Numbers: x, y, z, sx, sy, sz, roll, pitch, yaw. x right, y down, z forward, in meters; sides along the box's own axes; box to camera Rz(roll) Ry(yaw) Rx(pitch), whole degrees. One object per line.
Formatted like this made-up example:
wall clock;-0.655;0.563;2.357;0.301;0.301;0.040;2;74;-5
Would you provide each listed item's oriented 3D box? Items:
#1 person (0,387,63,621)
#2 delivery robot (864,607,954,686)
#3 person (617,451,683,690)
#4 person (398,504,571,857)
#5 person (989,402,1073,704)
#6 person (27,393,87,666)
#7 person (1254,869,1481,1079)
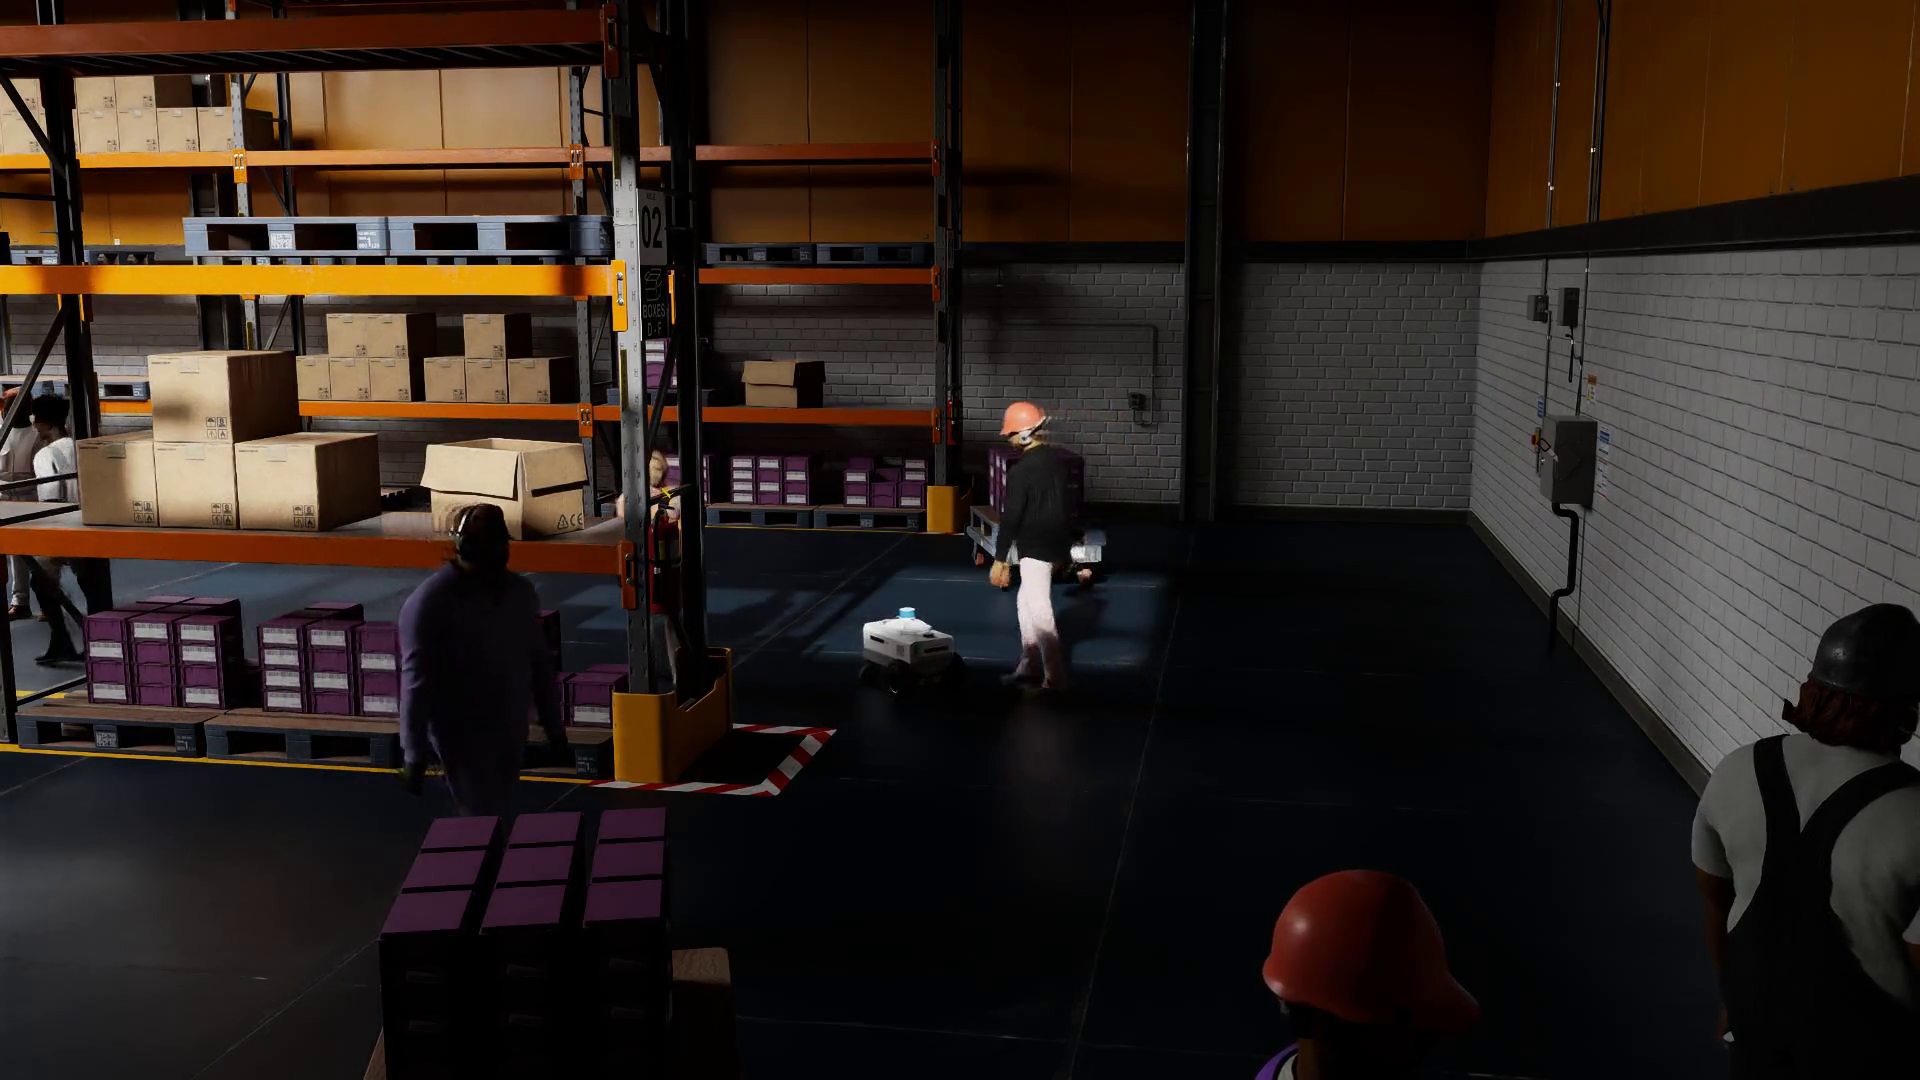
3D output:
person;-7.485;-0.284;13.334;0.575;1.884;0.355;0;9;1
delivery robot;-0.348;0.694;11.087;0.477;0.478;0.707;-6;11;-33
person;-2.034;0.215;11.129;0.531;1.597;0.815;-2;9;-15
person;-1.802;0.797;6.622;0.815;1.876;0.680;5;11;30
person;0.443;0.082;10.844;0.759;1.952;0.673;6;11;33
person;-6.379;-0.067;11.818;0.596;1.942;0.608;2;9;11
person;0.563;1.429;2.542;0.373;1.934;0.551;3;10;19
